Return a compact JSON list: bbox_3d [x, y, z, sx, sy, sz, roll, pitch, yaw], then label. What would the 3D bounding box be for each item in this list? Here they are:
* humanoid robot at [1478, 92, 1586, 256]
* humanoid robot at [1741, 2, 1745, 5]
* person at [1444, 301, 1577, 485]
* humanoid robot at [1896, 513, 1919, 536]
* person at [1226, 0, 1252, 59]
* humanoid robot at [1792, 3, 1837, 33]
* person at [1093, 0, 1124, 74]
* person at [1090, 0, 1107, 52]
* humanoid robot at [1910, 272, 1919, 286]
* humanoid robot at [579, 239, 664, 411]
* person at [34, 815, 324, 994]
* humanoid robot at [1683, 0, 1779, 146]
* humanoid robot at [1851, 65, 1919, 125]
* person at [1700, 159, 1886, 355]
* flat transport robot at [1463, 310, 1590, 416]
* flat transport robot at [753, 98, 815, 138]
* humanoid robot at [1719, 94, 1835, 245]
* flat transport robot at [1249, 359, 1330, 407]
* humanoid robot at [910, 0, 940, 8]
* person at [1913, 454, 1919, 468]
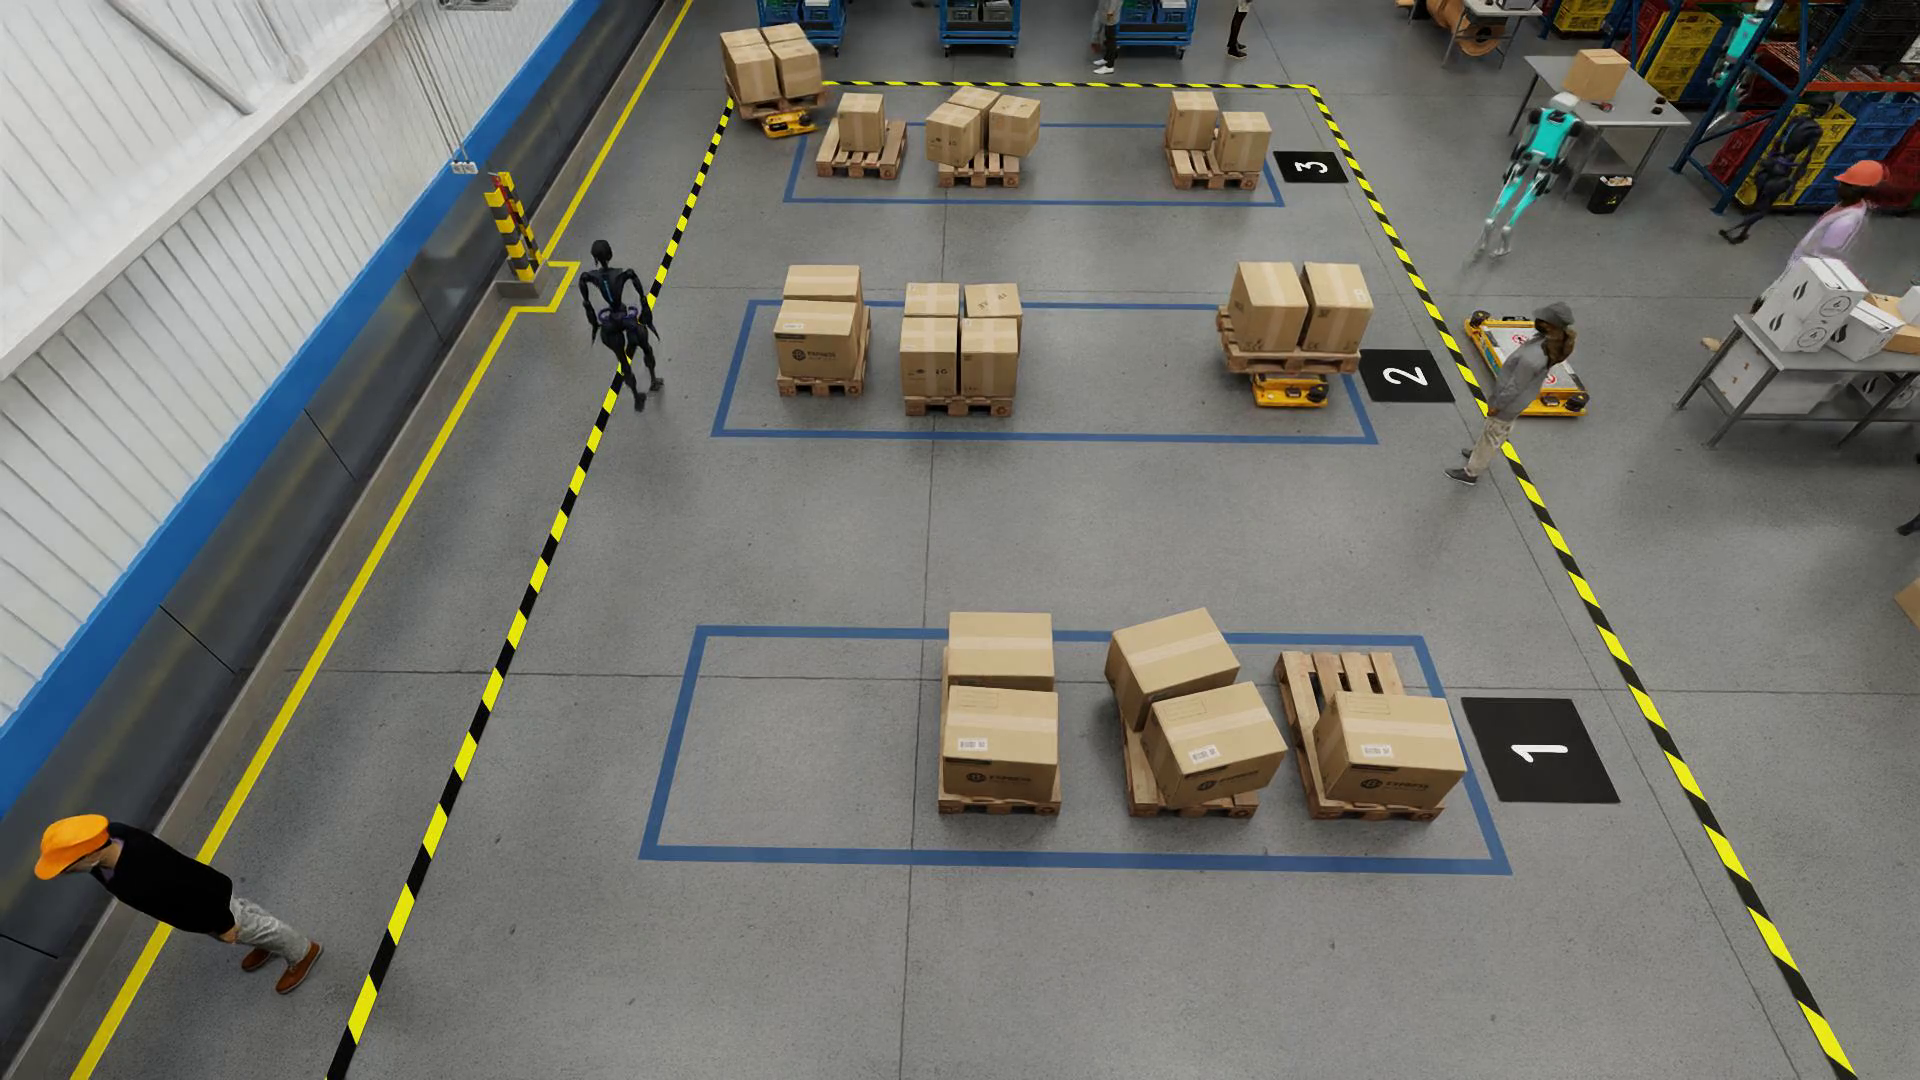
[{"bbox_3d":[5.993,-3.816,9.776,0.735,1.677,0.533,-36,58,-27],"label":"humanoid robot"},{"bbox_3d":[13.039,-9.610,14.916,0.593,1.641,0.332,-34,57,-26],"label":"humanoid robot"},{"bbox_3d":[4.579,-1.190,7.570,0.399,1.768,0.569,37,58,27],"label":"person"},{"bbox_3d":[8.093,-0.613,7.132,0.339,1.649,0.598,-18,52,-15],"label":"humanoid robot"},{"bbox_3d":[4.272,-8.213,13.520,0.369,1.966,0.601,9,50,8],"label":"person"},{"bbox_3d":[12.920,-8.129,13.617,0.556,1.830,0.667,32,56,24],"label":"humanoid robot"},{"bbox_3d":[2.144,-7.706,13.156,0.396,1.850,0.596,4,49,3],"label":"person"},{"bbox_3d":[2.284,-8.309,13.634,0.649,1.915,0.416,-25,54,-20],"label":"person"},{"bbox_3d":[10.567,-3.352,9.396,0.531,1.695,0.730,4,49,4],"label":"humanoid robot"},{"bbox_3d":[-3.063,-1.937,8.280,0.601,1.647,0.497,-7,49,-6],"label":"humanoid robot"},{"bbox_3d":[-4.036,1.913,4.809,0.591,1.883,0.367,21,52,17],"label":"person"},{"bbox_3d":[10.054,-5.956,11.736,0.929,1.802,0.557,-13,50,-11],"label":"humanoid robot"},{"bbox_3d":[11.787,-5.752,11.589,0.783,1.846,0.541,-21,52,-17],"label":"humanoid robot"},{"bbox_3d":[7.966,-2.524,8.571,0.718,2.017,0.615,32,56,24],"label":"person"},{"bbox_3d":[5.573,-1.757,9.054,0.659,0.231,1.431,1,49,1],"label":"flat transport robot"},{"bbox_3d":[-2.517,-6.038,12.741,0.652,0.197,1.431,-16,51,-13],"label":"flat transport robot"},{"bbox_3d":[9.041,-4.059,10.129,0.453,1.641,0.599,2,49,1],"label":"humanoid robot"},{"bbox_3d":[3.175,-1.861,9.126,0.652,0.197,1.431,1,49,1],"label":"flat transport robot"},{"bbox_3d":[-0.499,-9.558,14.879,0.608,1.639,0.611,22,53,18],"label":"humanoid robot"},{"bbox_3d":[8.742,-1.075,7.457,0.606,1.799,0.701,4,49,4],"label":"person"}]
